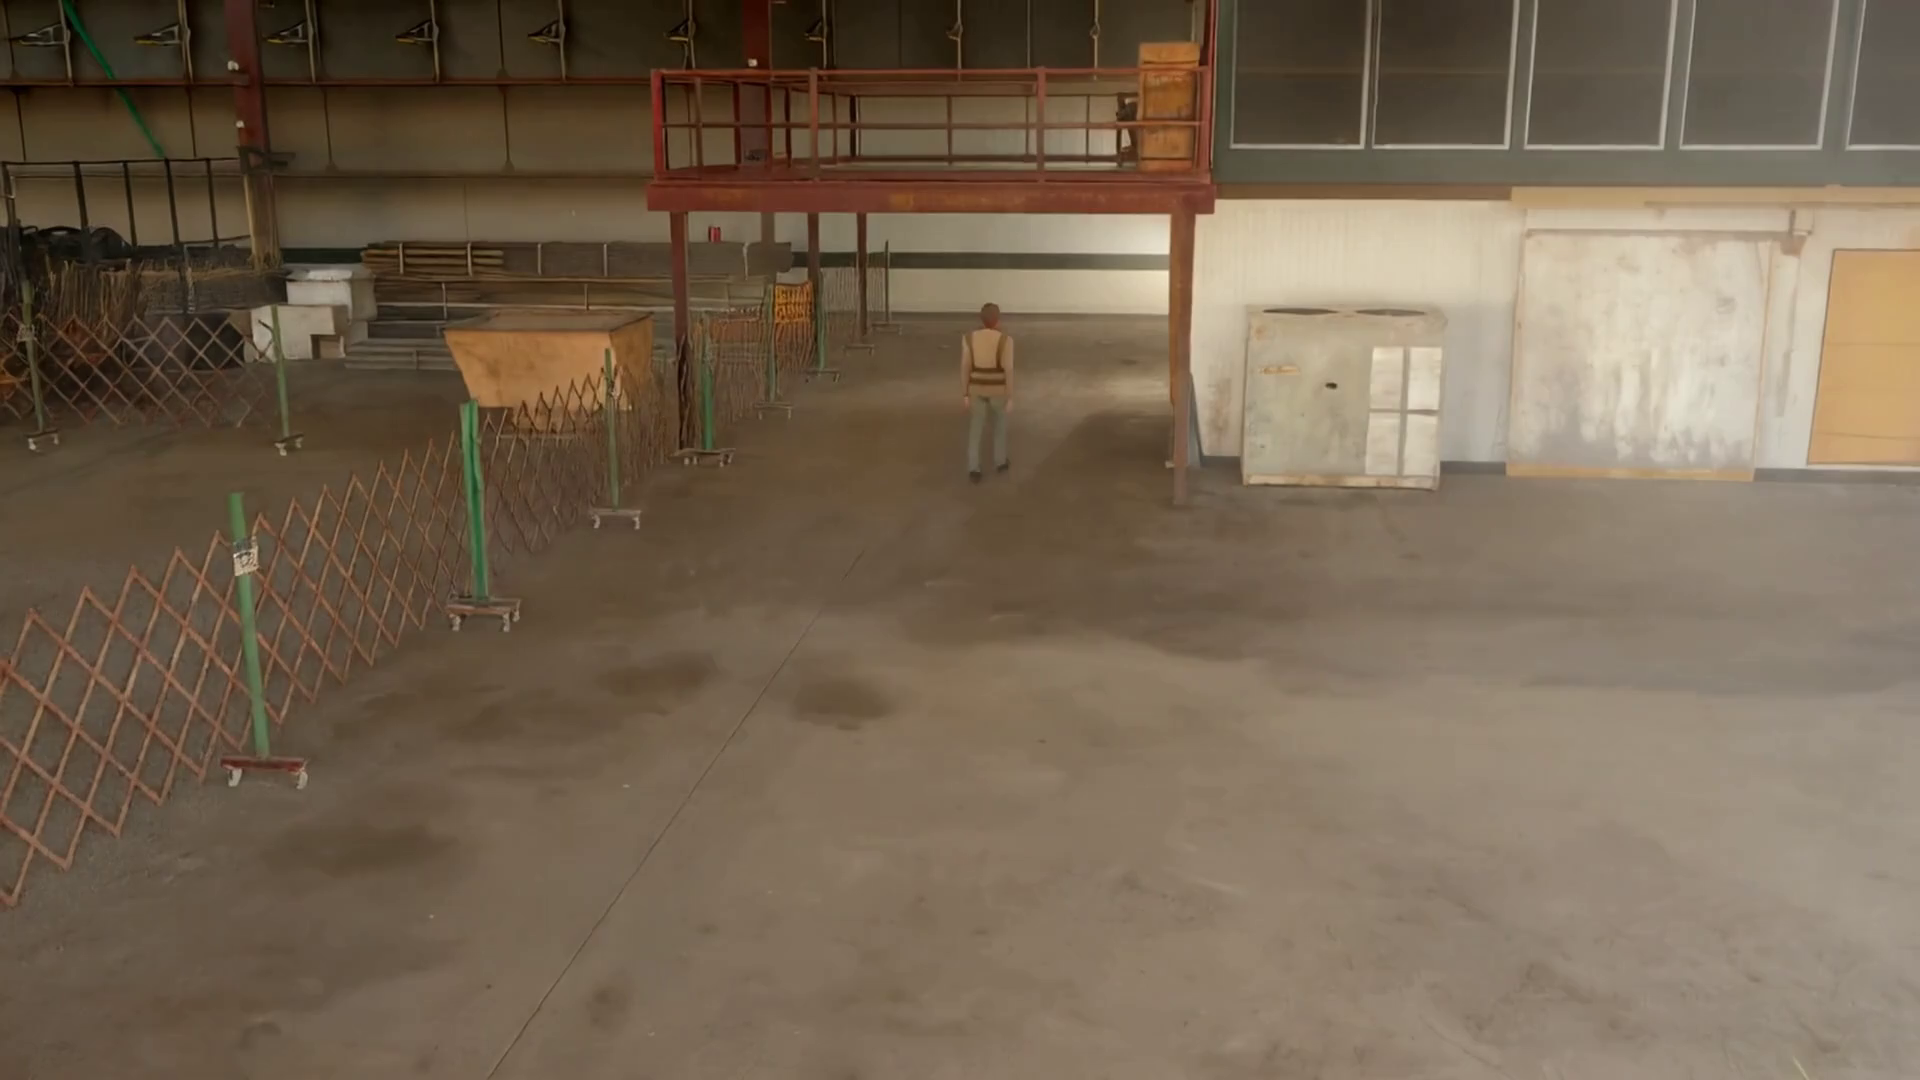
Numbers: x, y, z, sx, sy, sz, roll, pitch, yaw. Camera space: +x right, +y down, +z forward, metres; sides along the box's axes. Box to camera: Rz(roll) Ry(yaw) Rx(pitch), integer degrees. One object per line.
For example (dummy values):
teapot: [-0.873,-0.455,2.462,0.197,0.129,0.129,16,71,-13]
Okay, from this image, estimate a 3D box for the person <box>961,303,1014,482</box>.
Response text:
person: [0.278,-1.540,17.273,0.593,1.838,0.976,4,14,17]
